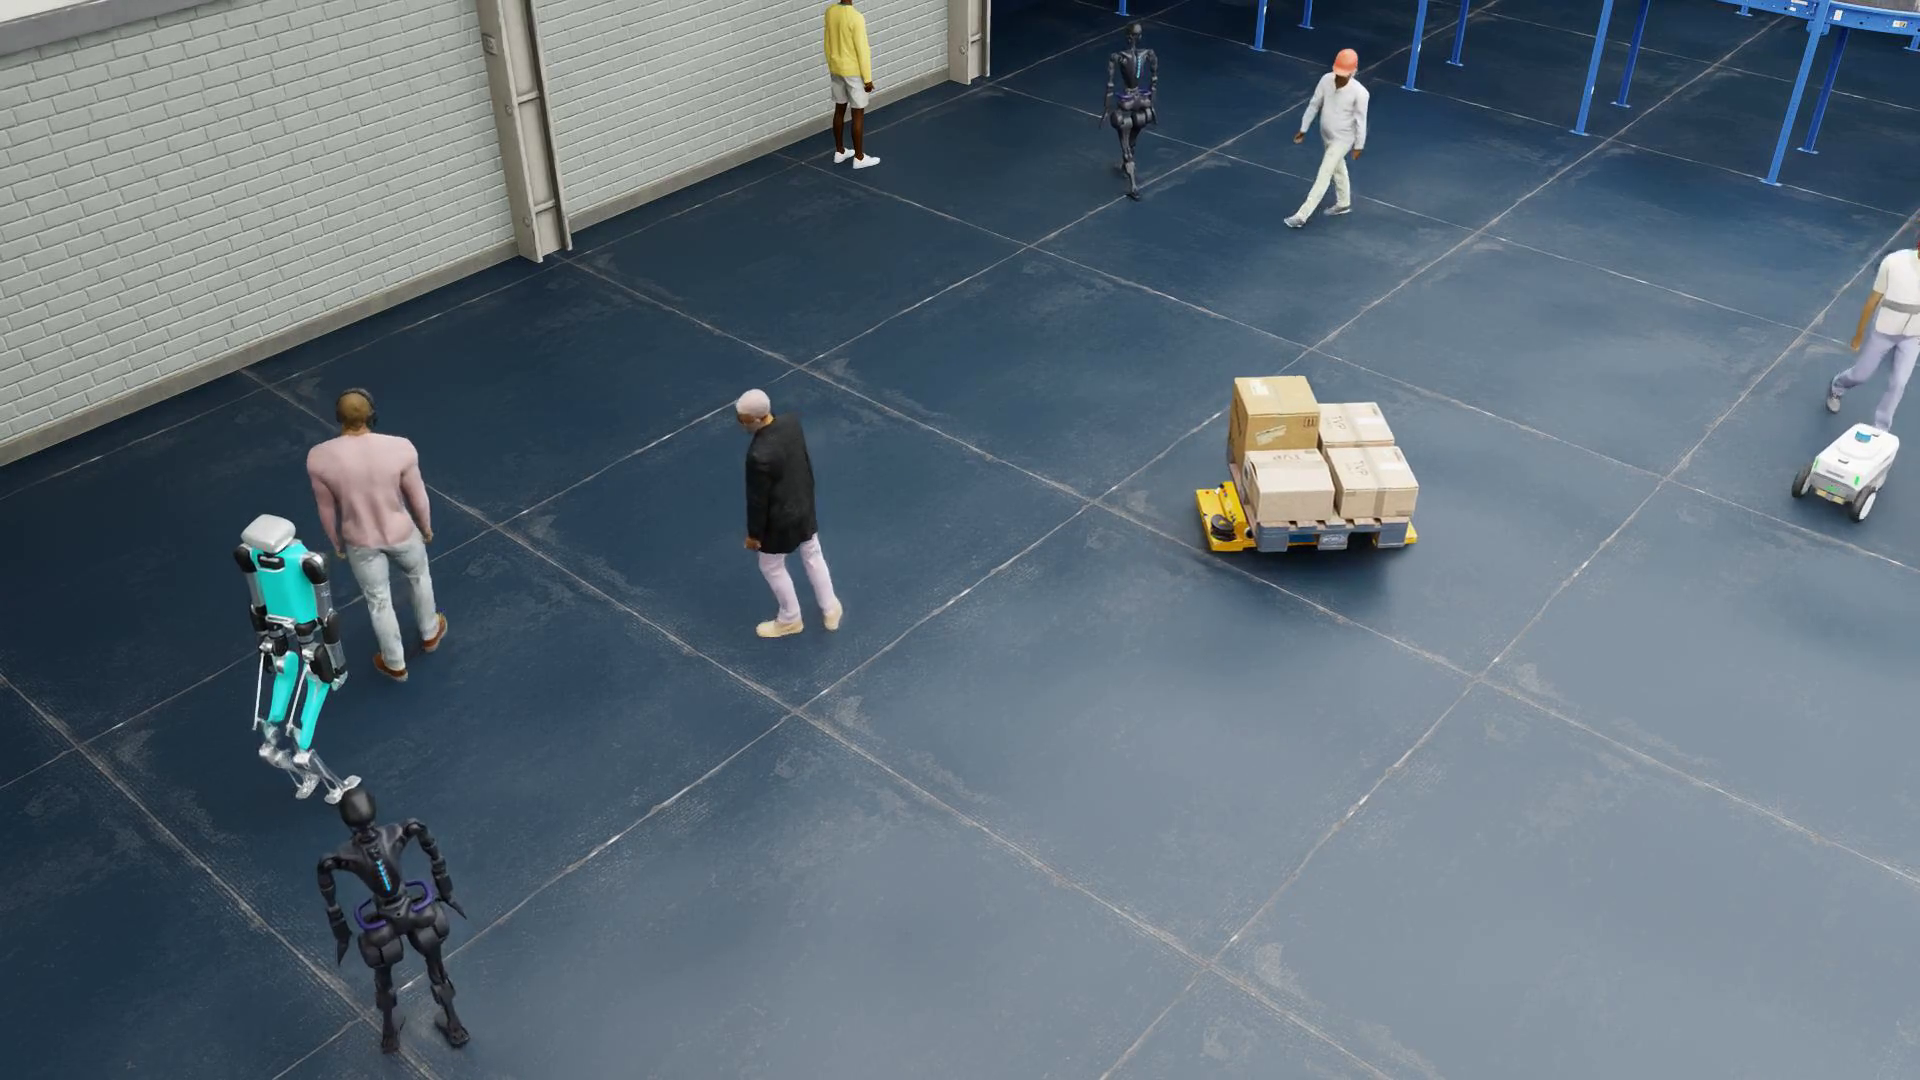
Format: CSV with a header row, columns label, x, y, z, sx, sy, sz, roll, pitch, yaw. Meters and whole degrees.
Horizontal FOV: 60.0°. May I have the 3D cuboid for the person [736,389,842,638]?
label,x,y,z,sx,sy,sz,roll,pitch,yaw
person,-1.035,-0.164,10.284,0.510,1.820,0.647,16,39,22

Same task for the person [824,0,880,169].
label,x,y,z,sx,sy,sz,roll,pitch,yaw
person,-1.096,-4.635,16.491,0.555,1.898,0.369,27,43,32

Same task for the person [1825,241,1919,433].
label,x,y,z,sx,sy,sz,roll,pitch,yaw
person,6.873,-1.562,12.249,0.595,1.821,0.740,4,36,5

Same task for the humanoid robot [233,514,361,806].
label,x,y,z,sx,sy,sz,roll,pitch,yaw
humanoid robot,-3.676,0.740,9.048,0.536,1.744,0.706,9,36,13

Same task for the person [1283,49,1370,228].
label,x,y,z,sx,sy,sz,roll,pitch,yaw
person,3.403,-3.720,15.374,0.920,1.691,0.579,-16,38,-21

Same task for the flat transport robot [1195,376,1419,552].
label,x,y,z,sx,sy,sz,roll,pitch,yaw
flat transport robot,2.421,-0.201,11.670,1.431,0.231,0.659,-2,36,-3

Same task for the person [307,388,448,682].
label,x,y,z,sx,sy,sz,roll,pitch,yaw
person,-3.496,-0.045,10.040,0.627,1.912,0.582,-10,37,-13

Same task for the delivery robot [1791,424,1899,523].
label,x,y,z,sx,sy,sz,roll,pitch,yaw
delivery robot,6.380,-0.534,11.883,0.765,0.585,0.499,-29,44,-34

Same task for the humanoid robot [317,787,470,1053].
label,x,y,z,sx,sy,sz,roll,pitch,yaw
humanoid robot,-2.615,1.744,7.723,0.599,1.646,0.379,-19,40,-25

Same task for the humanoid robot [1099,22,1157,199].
label,x,y,z,sx,sy,sz,roll,pitch,yaw
humanoid robot,1.641,-4.180,16.089,0.608,1.623,0.785,-14,38,-19
